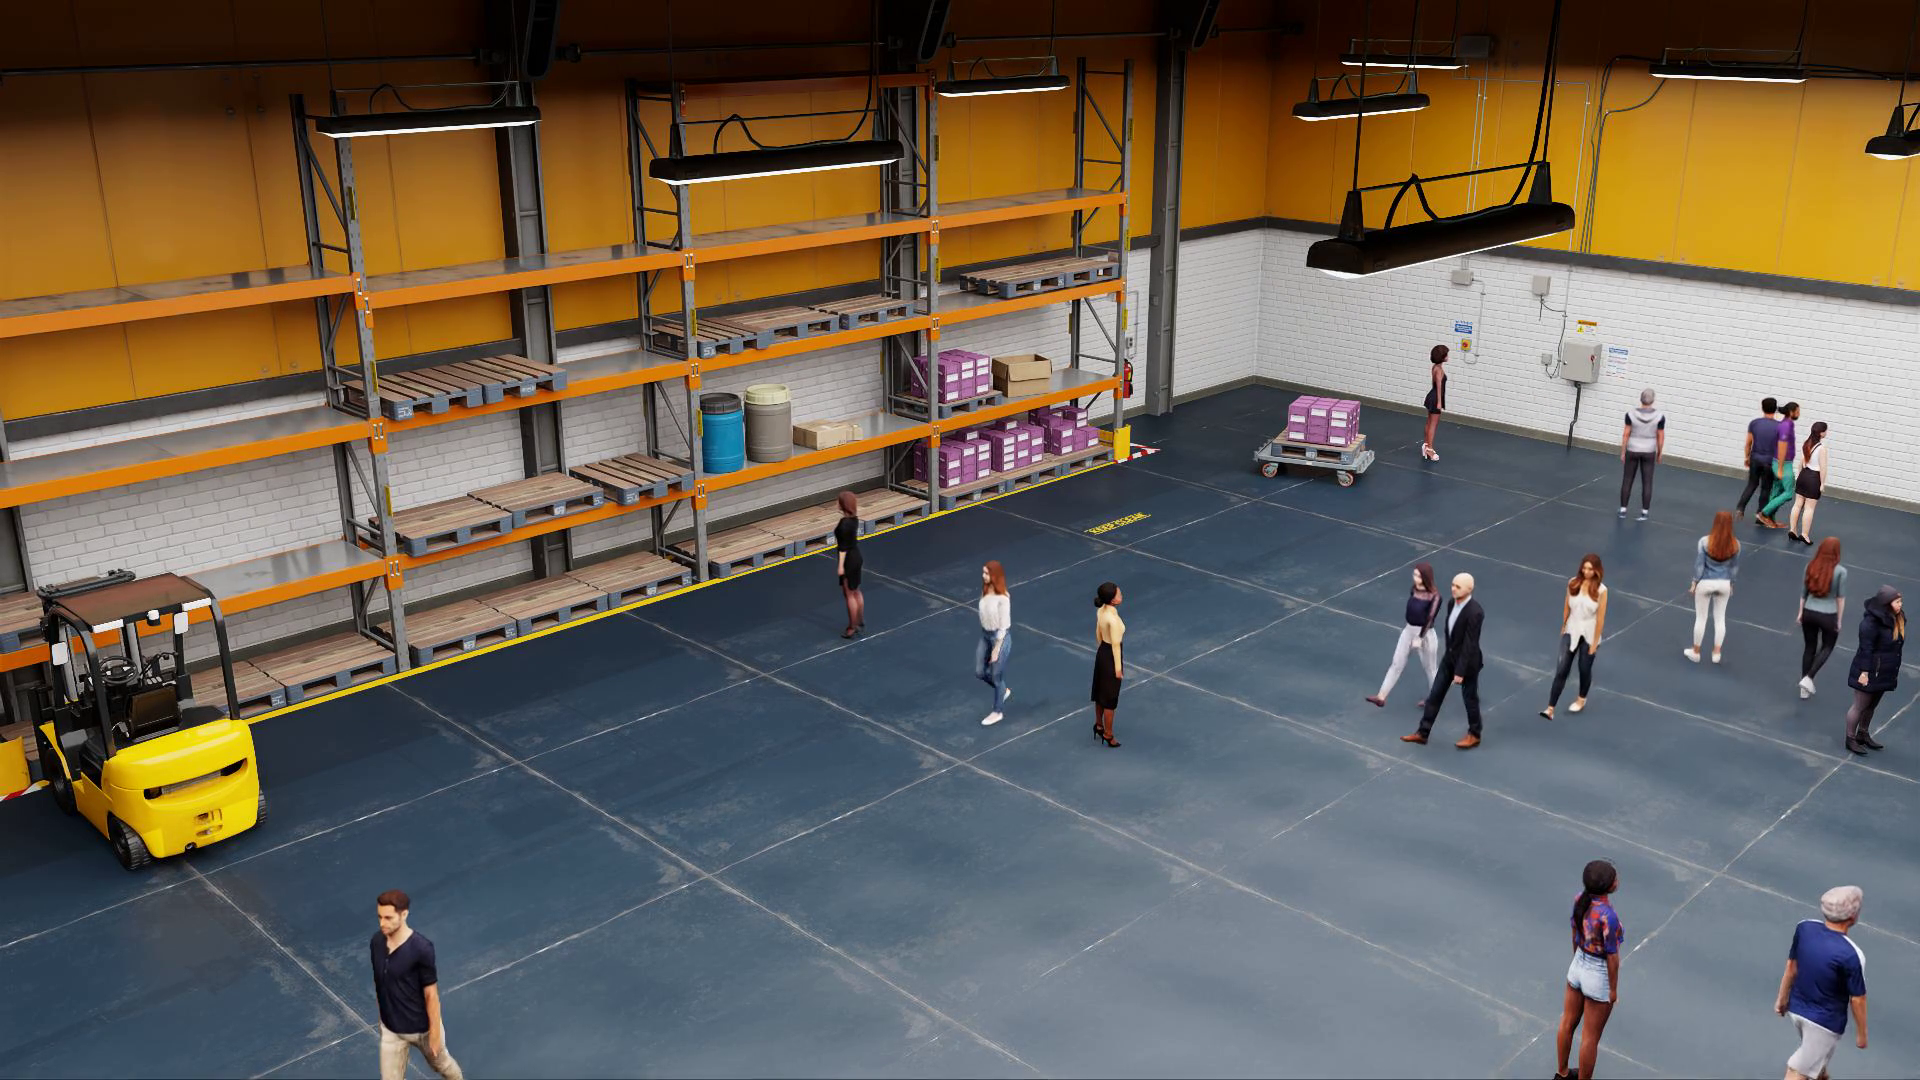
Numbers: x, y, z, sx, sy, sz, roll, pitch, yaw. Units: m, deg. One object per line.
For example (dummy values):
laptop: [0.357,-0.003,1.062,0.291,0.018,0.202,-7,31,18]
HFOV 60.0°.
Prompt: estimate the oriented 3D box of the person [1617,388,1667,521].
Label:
person: [9.359,-1.185,22.843,0.762,1.830,0.717,8,20,22]

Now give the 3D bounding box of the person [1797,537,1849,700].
person: [8.767,0.832,17.014,0.658,1.729,0.580,-17,25,-42]

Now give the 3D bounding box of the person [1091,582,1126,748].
person: [1.435,1.192,16.062,0.665,1.653,0.648,-6,20,-17]

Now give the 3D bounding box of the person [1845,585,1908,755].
person: [8.756,1.227,15.932,0.675,1.671,0.799,-10,21,-28]

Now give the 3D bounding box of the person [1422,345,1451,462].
person: [7.359,-2.141,25.747,0.723,1.789,0.648,2,19,6]

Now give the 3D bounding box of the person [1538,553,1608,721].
person: [6.253,0.958,16.618,0.633,1.743,1.094,17,25,41]

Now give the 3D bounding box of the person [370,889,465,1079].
person: [-3.390,2.999,10.450,1.043,1.810,1.254,5,19,15]

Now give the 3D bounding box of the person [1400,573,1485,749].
person: [4.877,1.173,15.944,1.177,1.764,0.970,-8,20,-21]

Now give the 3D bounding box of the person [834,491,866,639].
person: [-1.234,0.266,18.735,0.715,1.702,0.595,5,19,15]

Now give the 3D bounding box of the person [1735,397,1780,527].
person: [10.814,-1.036,22.489,0.826,1.775,0.684,-16,24,-39]

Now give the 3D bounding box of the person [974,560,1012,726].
person: [0.417,1.003,16.526,0.700,1.715,0.600,-14,23,-36]

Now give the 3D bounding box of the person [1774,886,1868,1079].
person: [5.289,3.028,10.418,1.269,1.777,1.011,-6,20,-18]

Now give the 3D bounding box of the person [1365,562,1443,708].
person: [4.698,1.001,16.778,1.127,1.559,0.838,-8,20,-21]

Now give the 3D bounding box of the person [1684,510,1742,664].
person: [8.168,0.508,18.021,0.688,1.700,0.719,2,19,6]

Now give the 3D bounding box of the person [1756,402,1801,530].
person: [10.982,-0.999,22.397,0.819,1.763,0.718,8,20,23]

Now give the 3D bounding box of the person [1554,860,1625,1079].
person: [4.136,2.878,10.917,0.661,1.742,0.663,-6,20,-17]

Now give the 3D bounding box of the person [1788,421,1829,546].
person: [11.174,-0.761,21.870,0.643,1.647,0.636,-6,20,-18]
